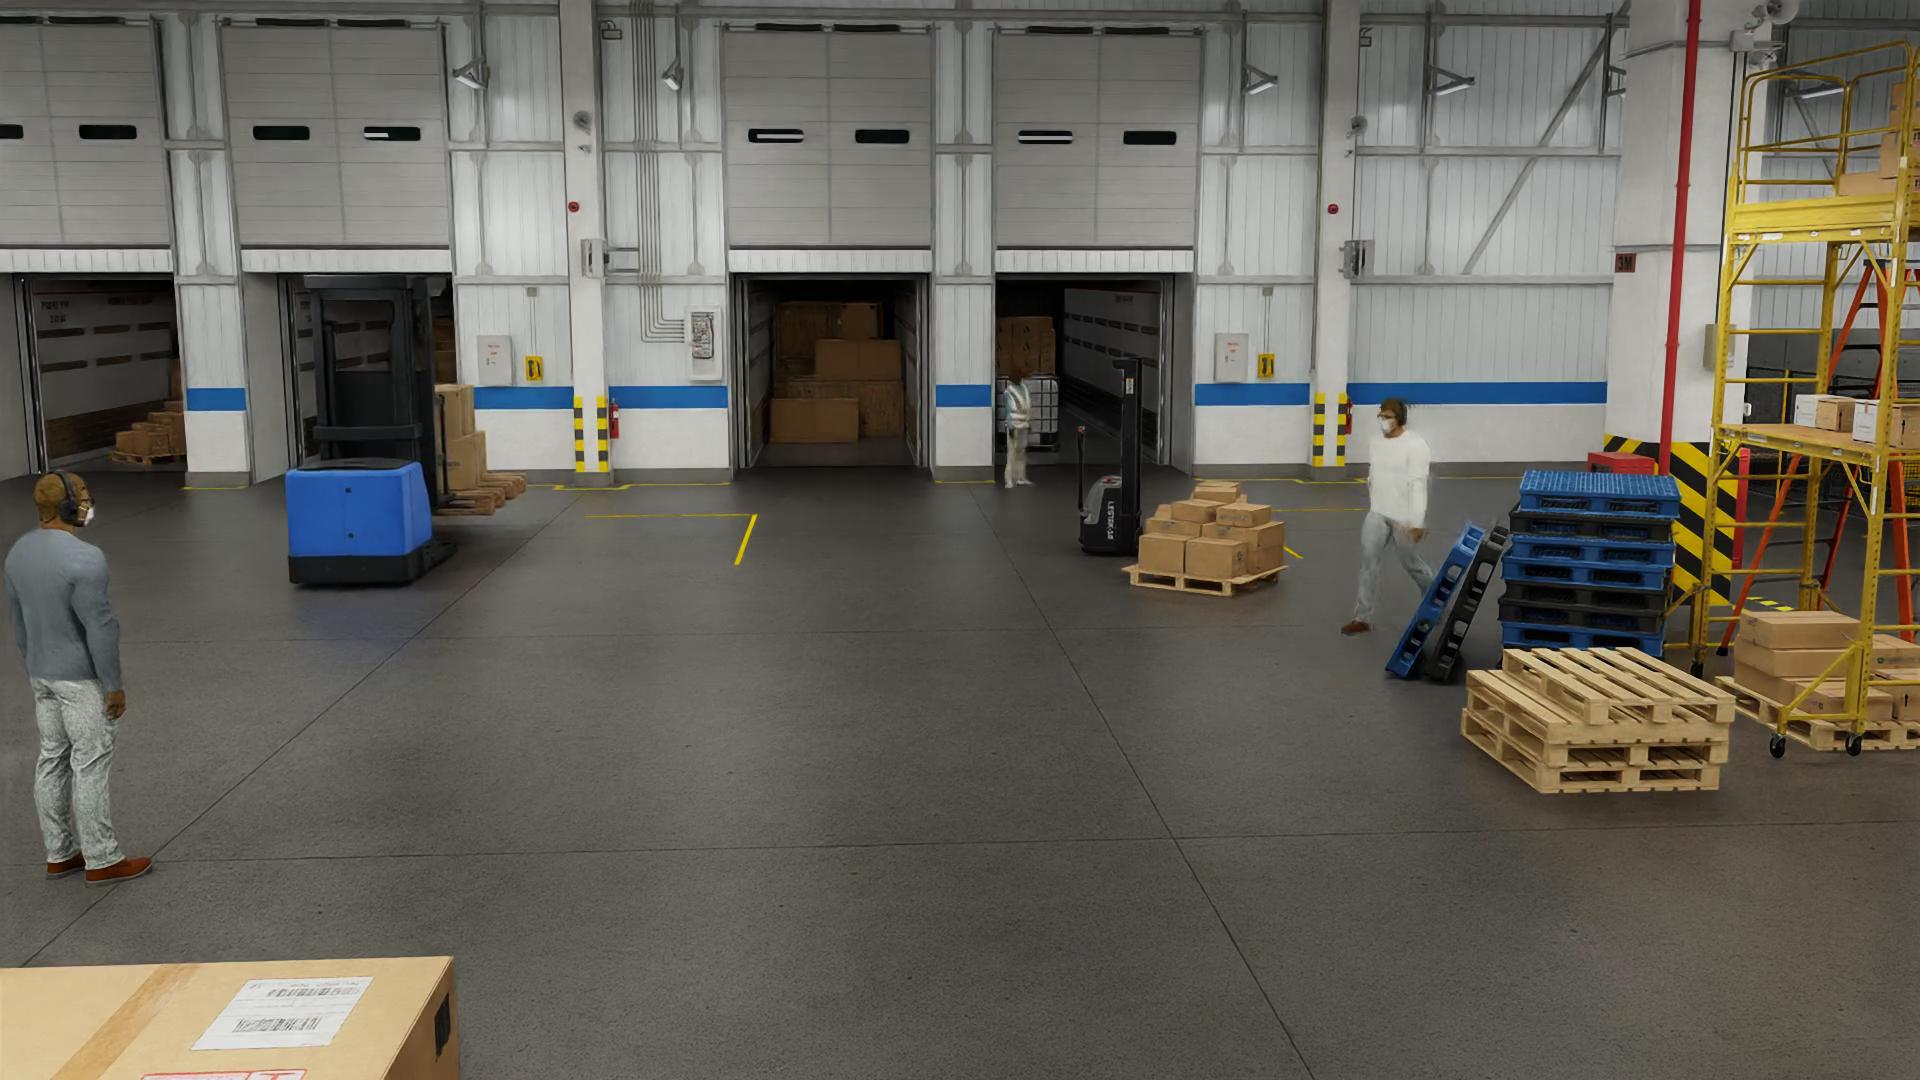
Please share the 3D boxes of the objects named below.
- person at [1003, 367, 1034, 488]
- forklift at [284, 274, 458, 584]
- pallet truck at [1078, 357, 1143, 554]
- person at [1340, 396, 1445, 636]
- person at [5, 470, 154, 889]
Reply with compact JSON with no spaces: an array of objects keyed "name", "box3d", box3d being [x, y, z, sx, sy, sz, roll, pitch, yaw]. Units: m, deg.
[{"name":"person","box3d":[0.807,-1.503,22.147,0.326,1.615,0.638,8,12,40]},{"name":"forklift","box3d":[-5.548,-1.087,15.570,1.129,2.768,1.873,-1,9,-4]},{"name":"pallet truck","box3d":[2.088,-0.836,16.757,1.885,1.965,0.823,2,9,13]},{"name":"person","box3d":[3.484,-0.202,13.142,0.989,1.897,0.629,-6,11,-33]},{"name":"person","box3d":[-4.090,0.640,7.681,0.630,1.940,0.372,5,10,26]}]
